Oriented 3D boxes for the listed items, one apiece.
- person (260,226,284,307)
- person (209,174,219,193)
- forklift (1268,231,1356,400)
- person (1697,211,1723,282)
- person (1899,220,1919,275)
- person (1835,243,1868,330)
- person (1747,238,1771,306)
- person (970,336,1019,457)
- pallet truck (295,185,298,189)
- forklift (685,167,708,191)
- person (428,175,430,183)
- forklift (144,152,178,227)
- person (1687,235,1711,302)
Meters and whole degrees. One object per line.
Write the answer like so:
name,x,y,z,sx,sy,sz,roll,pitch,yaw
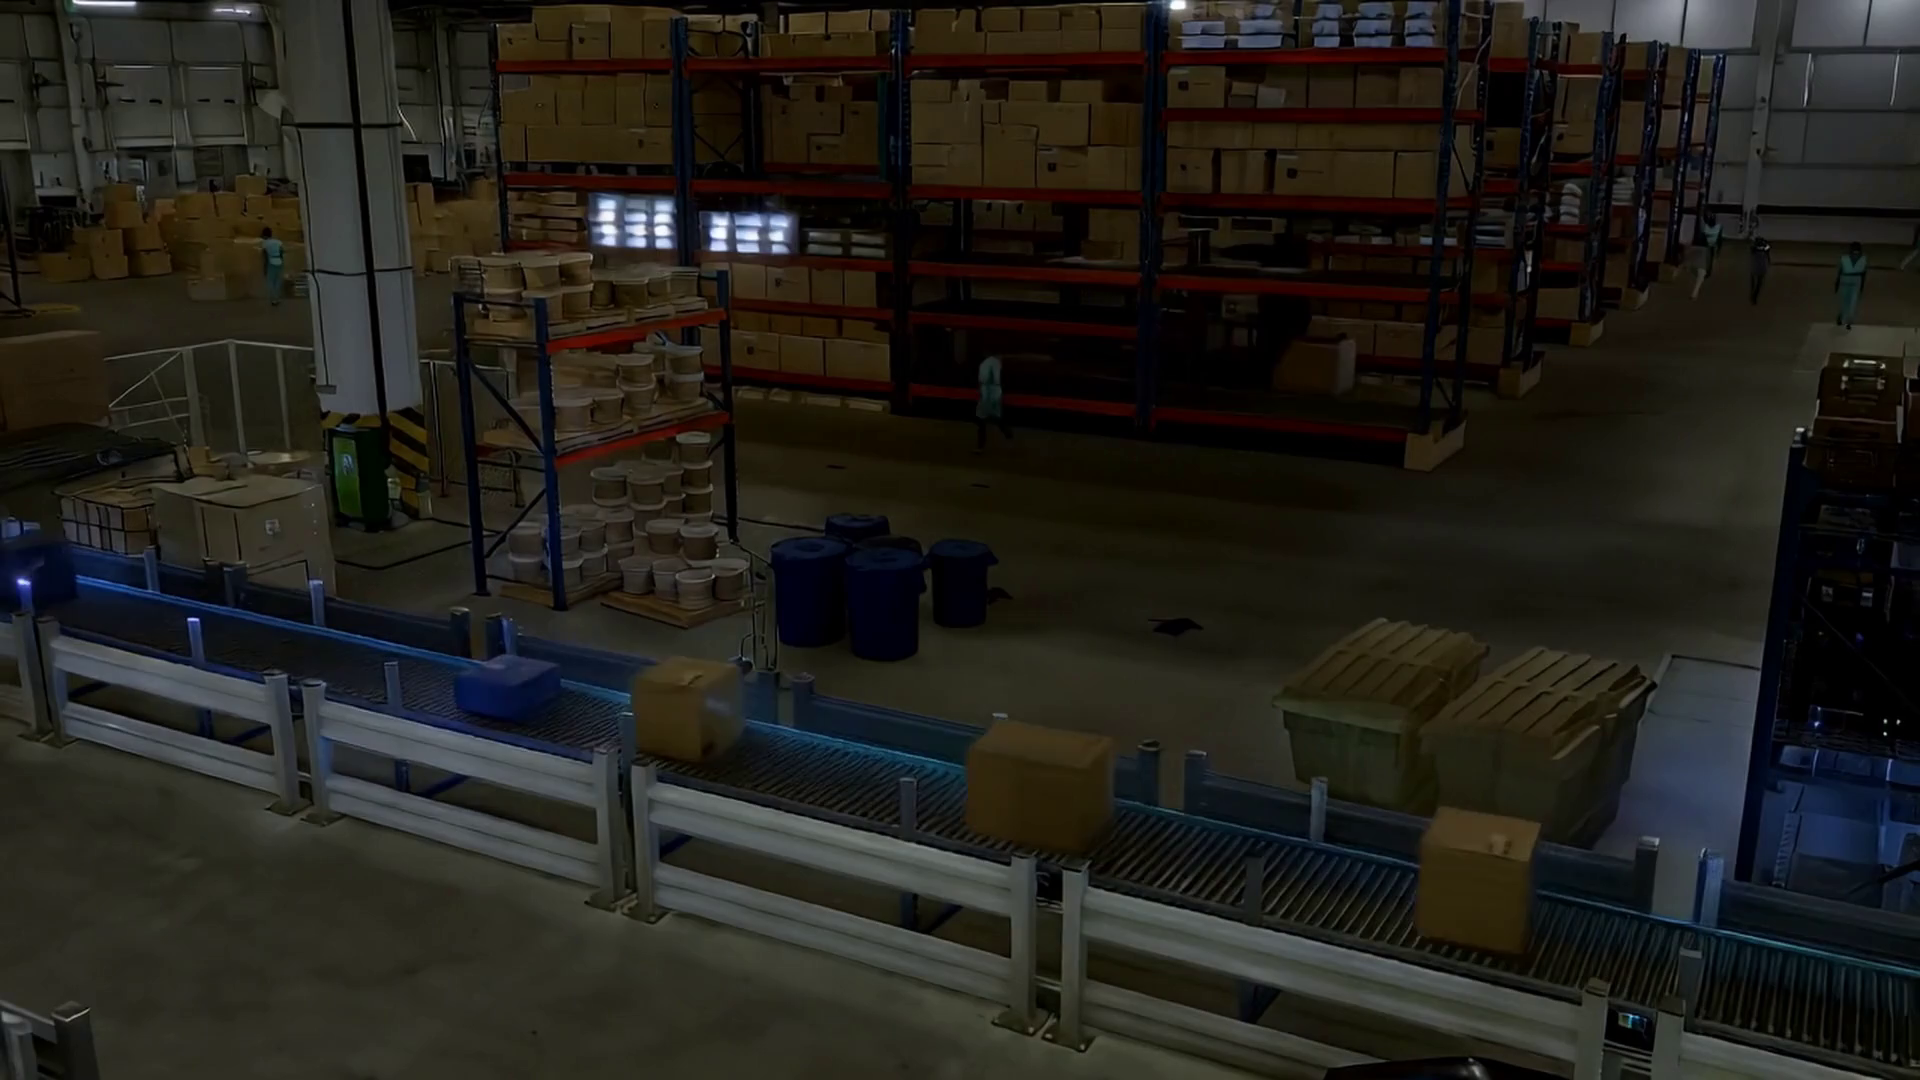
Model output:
person,-16.187,-6.457,39.288,0.552,1.897,0.723,5,16,20
person,-32.126,-14.953,71.694,0.518,1.637,0.309,8,17,29
forklift,5.283,-3.541,26.413,1.873,2.768,1.129,8,17,28
person,19.922,-7.784,44.251,0.625,1.889,0.787,7,17,25
person,26.715,-8.298,46.389,0.627,1.804,0.866,-11,18,-36
person,19.074,-5.459,35.634,0.578,1.823,0.775,6,16,20
person,18.990,-6.397,39.600,0.509,1.603,0.783,4,15,14
person,0.457,-1.947,22.705,0.628,1.682,0.542,10,18,33
pallet truck,-26.804,-14.617,69.738,1.885,1.965,0.823,-14,20,-42
forklift,-7.871,-9.672,49.461,1.129,2.768,1.873,8,17,28
person,-22.596,-15.120,71.849,0.417,1.896,0.797,10,18,33
forklift,-30.086,-13.242,62.882,1.873,2.768,1.129,8,17,28
person,17.916,-6.603,40.382,0.510,1.599,0.806,8,17,28
